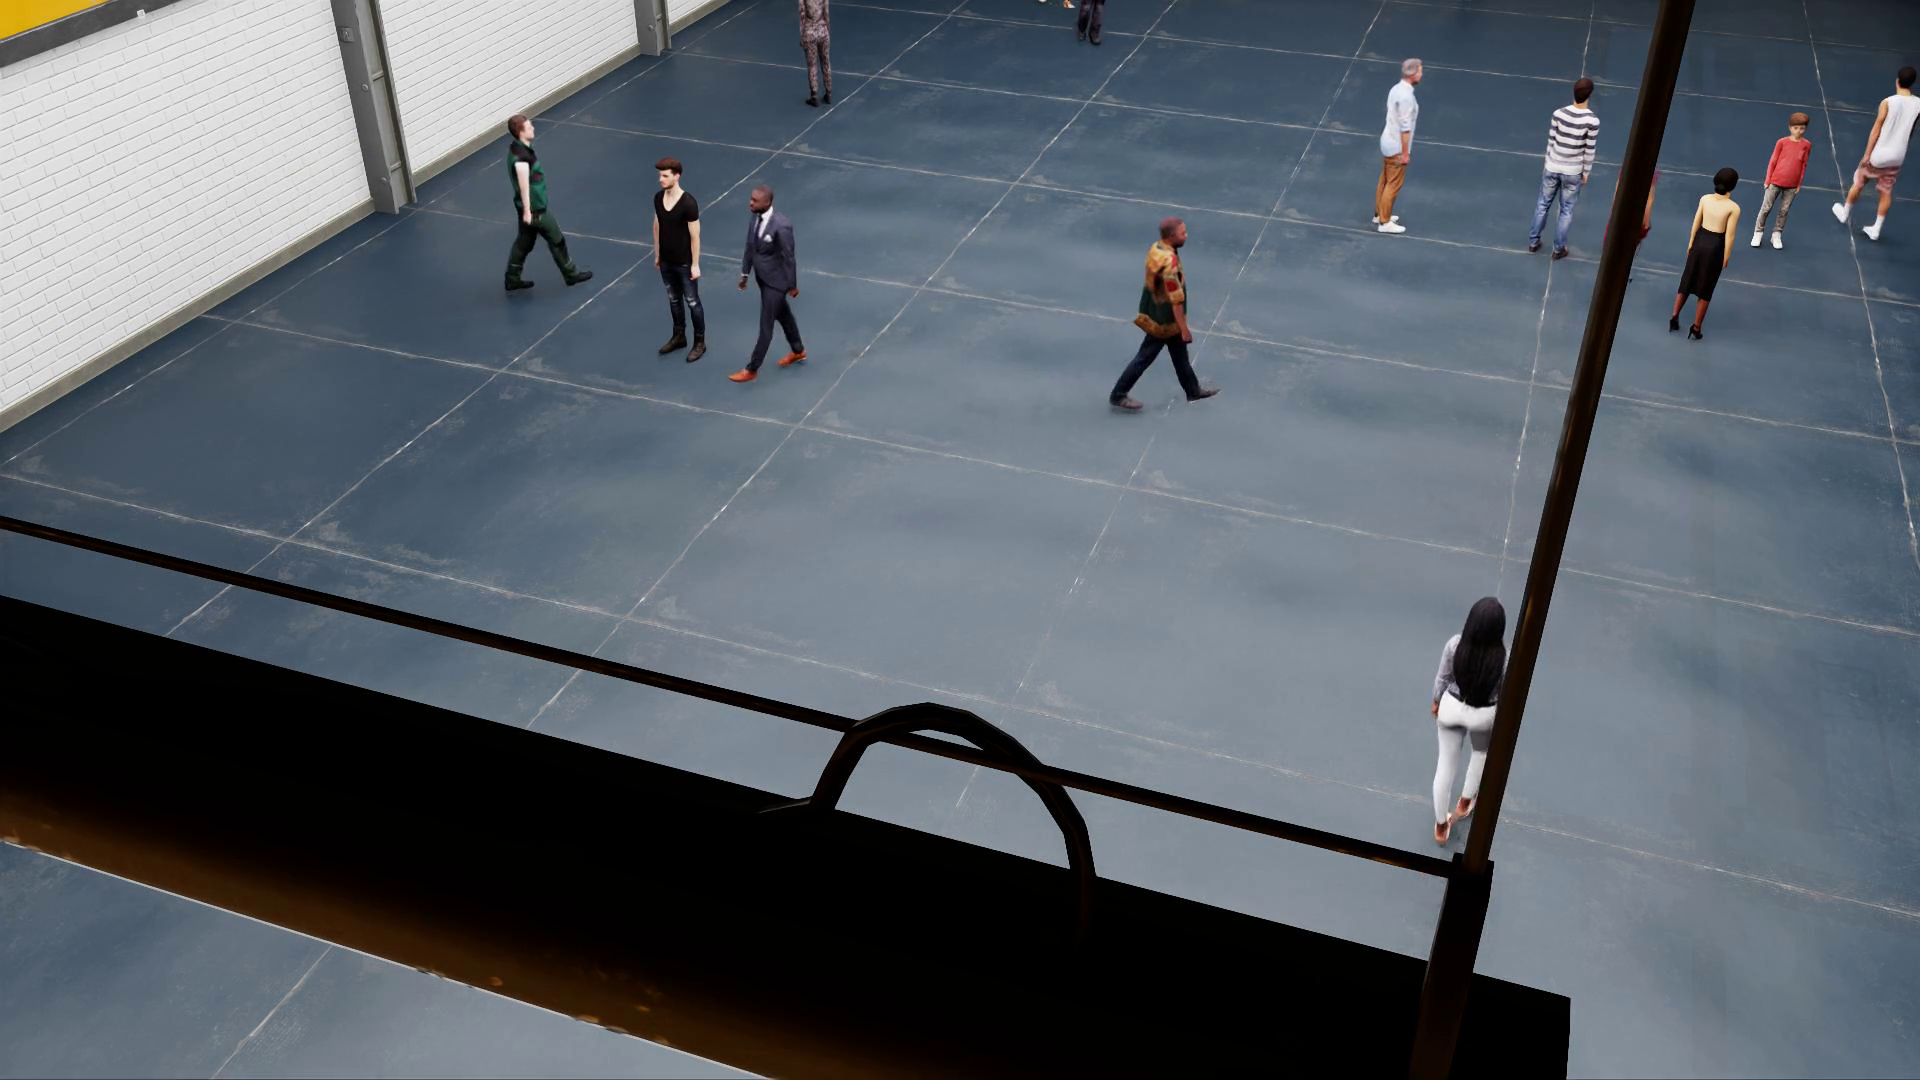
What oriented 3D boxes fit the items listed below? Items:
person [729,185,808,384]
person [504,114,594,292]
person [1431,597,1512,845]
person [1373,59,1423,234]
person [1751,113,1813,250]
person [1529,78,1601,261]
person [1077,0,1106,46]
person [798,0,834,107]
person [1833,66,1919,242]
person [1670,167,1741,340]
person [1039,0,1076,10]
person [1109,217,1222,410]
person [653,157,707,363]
[{"bbox_3d":[-1.601,-2.334,14.881,1.225,1.788,1.079,-21,39,-28],"label":"person"},{"bbox_3d":[-4.257,-3.247,16.242,1.180,1.802,1.116,-14,36,-20],"label":"person"},{"bbox_3d":[2.970,1.107,9.773,0.652,1.712,0.731,14,36,20],"label":"person"},{"bbox_3d":[4.627,-4.202,17.661,0.811,1.823,0.640,1,34,2],"label":"person"},{"bbox_3d":[8.598,-3.756,17.356,0.536,1.417,0.518,8,34,12],"label":"person"},{"bbox_3d":[6.189,-3.799,17.033,0.688,1.846,0.627,21,39,28],"label":"person"},{"bbox_3d":[1.863,-7.845,23.136,0.839,1.829,0.858,-7,34,-10],"label":"person"},{"bbox_3d":[-1.823,-6.356,20.999,0.649,1.714,0.712,-15,37,-21],"label":"person"},{"bbox_3d":[9.728,-3.999,17.423,0.903,1.748,1.079,0,34,1],"label":"person"},{"bbox_3d":[6.966,-2.673,15.515,0.682,1.651,0.654,-25,41,-32],"label":"person"},{"bbox_3d":[1.344,-8.799,24.653,1.129,1.738,1.098,-21,39,-28],"label":"person"},{"bbox_3d":[1.641,-1.874,14.220,1.021,1.754,1.249,0,34,1],"label":"person"},{"bbox_3d":[-2.555,-2.570,15.138,0.708,1.897,0.640,18,38,25],"label":"person"}]
